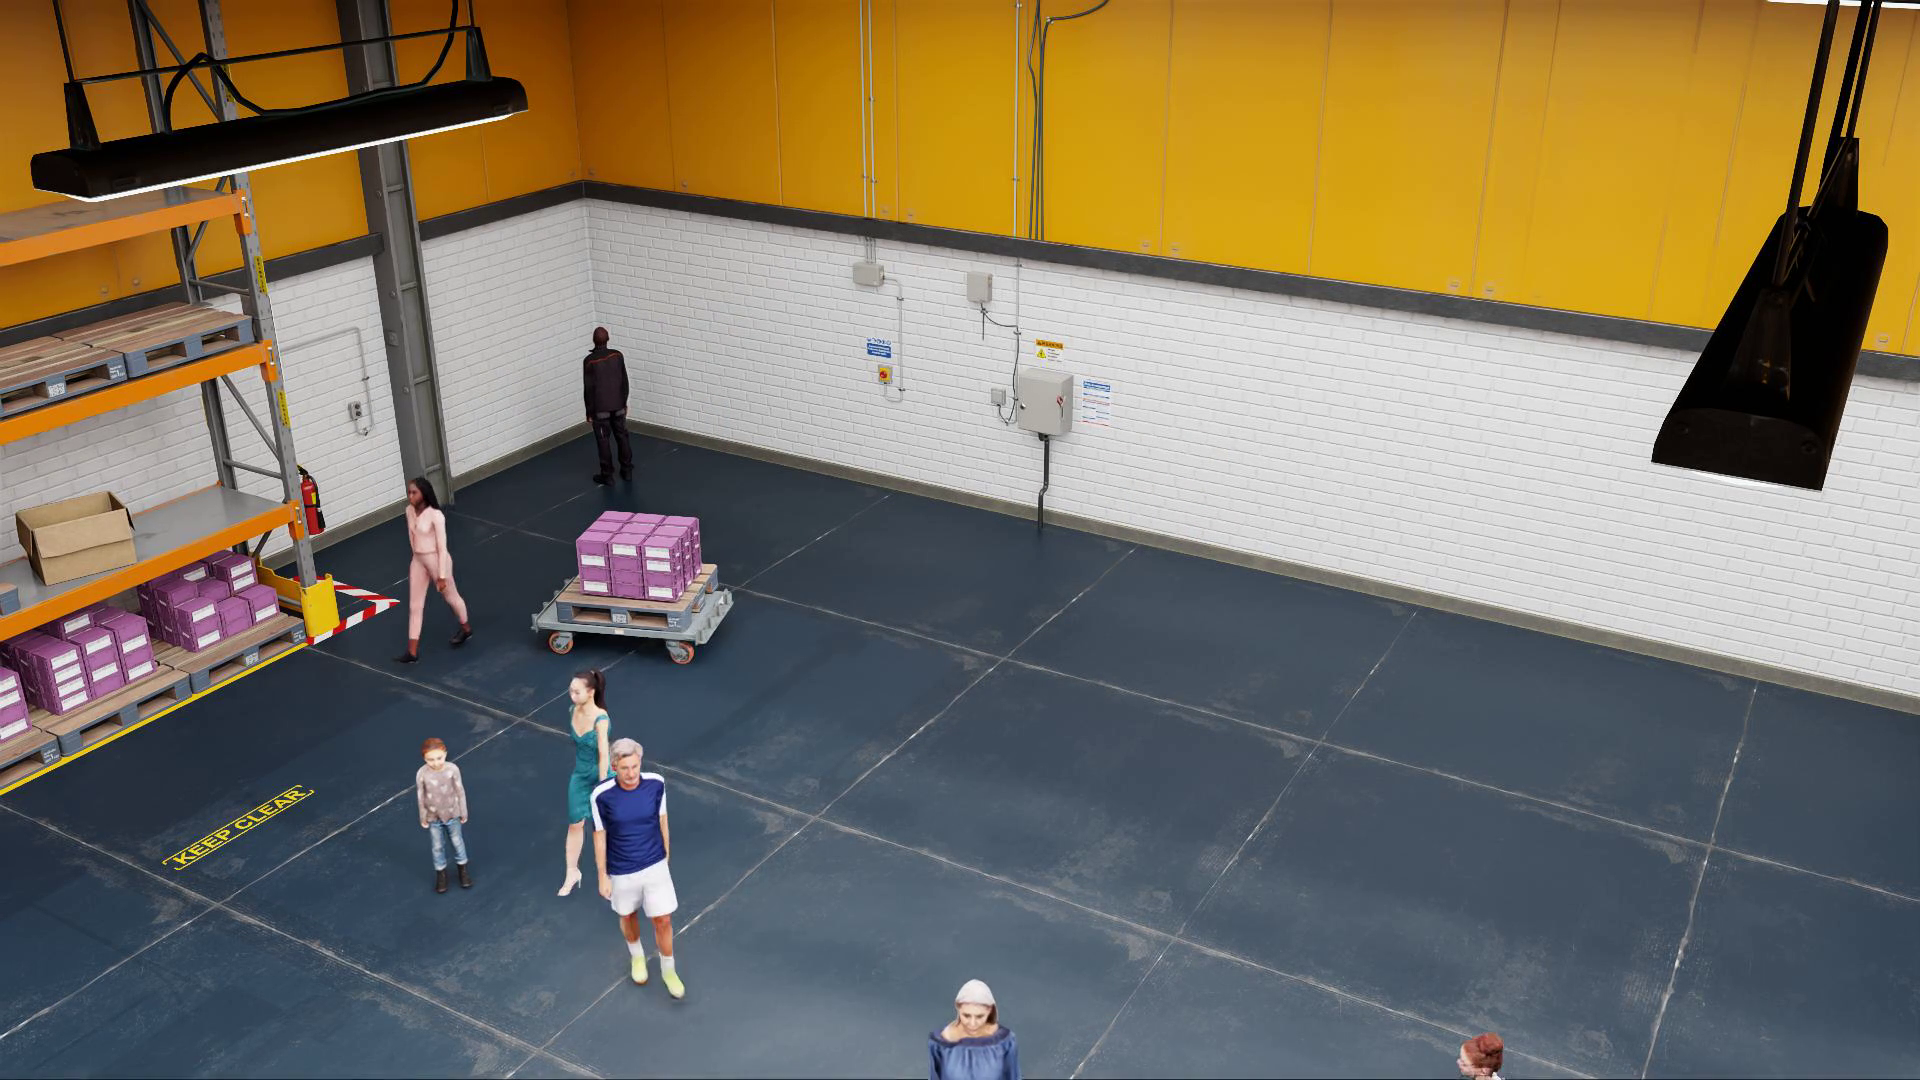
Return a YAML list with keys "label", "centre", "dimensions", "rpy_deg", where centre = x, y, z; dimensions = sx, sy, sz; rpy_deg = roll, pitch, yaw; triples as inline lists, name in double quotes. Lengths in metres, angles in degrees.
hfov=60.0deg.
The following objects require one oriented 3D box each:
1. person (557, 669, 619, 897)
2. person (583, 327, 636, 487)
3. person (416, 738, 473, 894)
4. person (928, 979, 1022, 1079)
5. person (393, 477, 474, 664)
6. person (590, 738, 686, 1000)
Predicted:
- label: "person"
  centre: [-2.473, 1.651, 11.659]
  dimensions: [0.596, 1.636, 1.039]
  rpy_deg: [16, 28, 32]
- label: "person"
  centre: [-3.952, -1.514, 18.663]
  dimensions: [0.699, 1.826, 0.842]
  rpy_deg: [-15, 28, -31]
- label: "person"
  centre: [-3.625, 1.899, 11.645]
  dimensions: [0.550, 1.193, 0.609]
  rpy_deg: [-6, 24, -13]
- label: "person"
  centre: [0.064, 2.954, 8.666]
  dimensions: [1.012, 1.648, 1.188]
  rpy_deg: [-1, 24, -3]
- label: "person"
  centre: [-4.636, 0.245, 14.838]
  dimensions: [0.662, 1.668, 1.120]
  rpy_deg: [12, 26, 25]
- label: "person"
  centre: [-2.093, 2.014, 10.600]
  dimensions: [0.877, 1.820, 0.929]
  rpy_deg: [-8, 25, -19]
